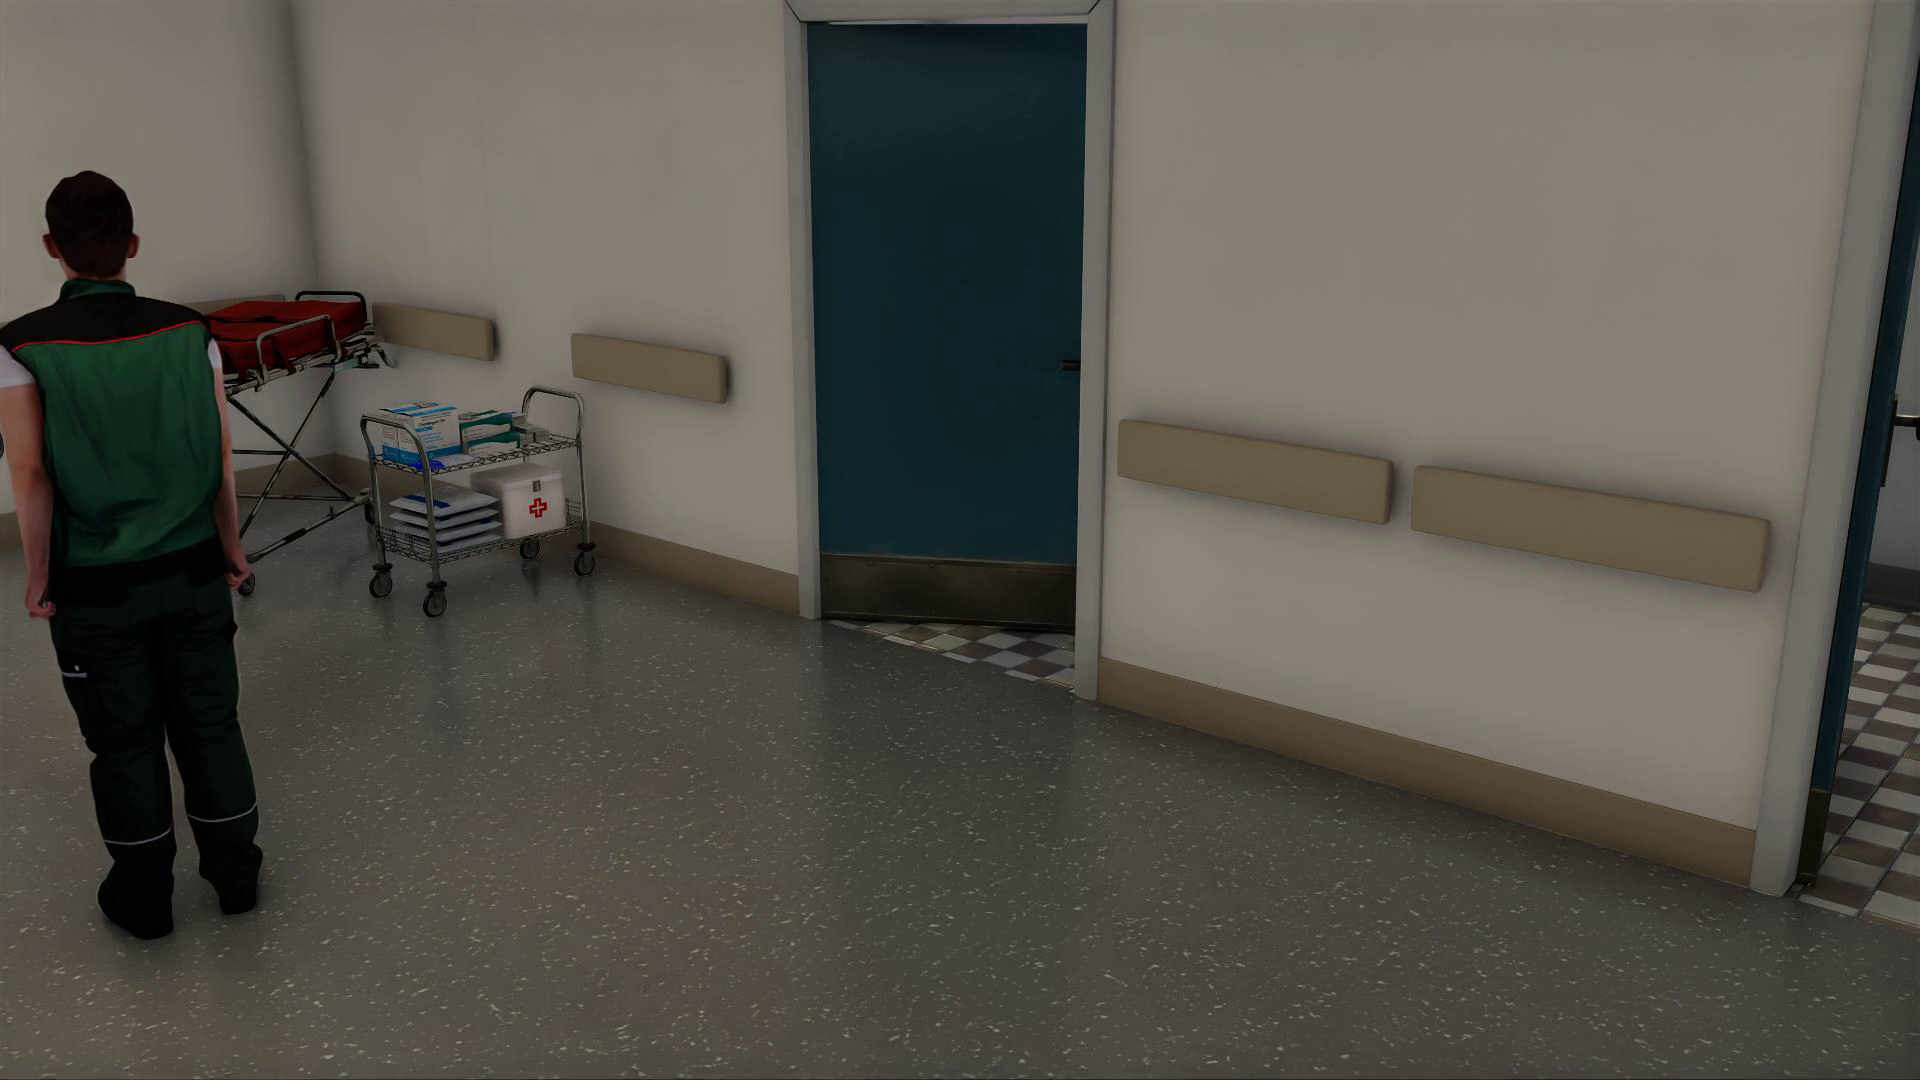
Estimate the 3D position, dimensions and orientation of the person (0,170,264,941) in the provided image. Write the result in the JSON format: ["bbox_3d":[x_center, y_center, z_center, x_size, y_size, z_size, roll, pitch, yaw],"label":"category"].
[{"bbox_3d":[-1.968,0.054,3.970,0.685,1.842,0.636,-13,20,-39],"label":"person"}]
